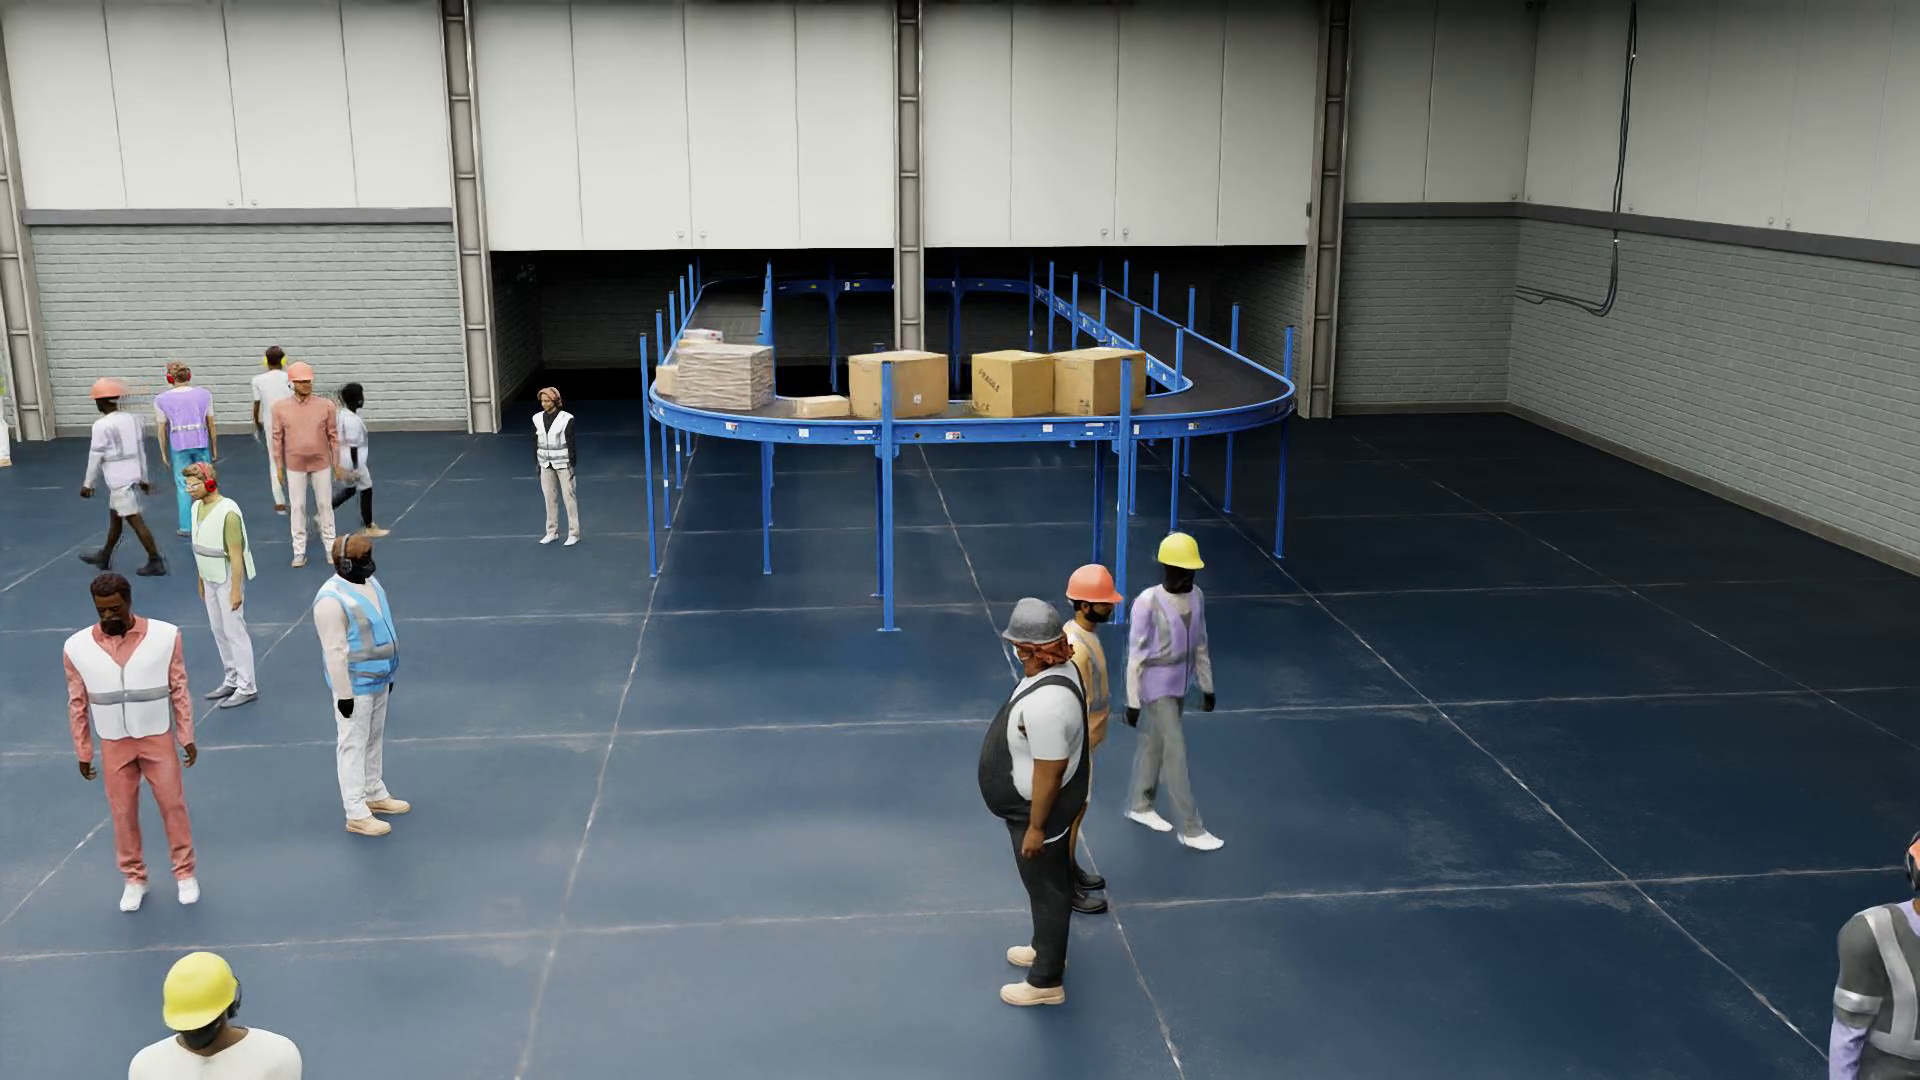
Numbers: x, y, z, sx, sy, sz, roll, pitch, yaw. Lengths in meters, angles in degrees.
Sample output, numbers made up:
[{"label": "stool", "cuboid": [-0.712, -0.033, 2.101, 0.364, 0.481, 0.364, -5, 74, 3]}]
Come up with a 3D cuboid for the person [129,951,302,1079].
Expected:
[{"label": "person", "cuboid": [-2.329, 2.110, 5.292, 0.528, 1.760, 0.335, -2, 14, -9]}]

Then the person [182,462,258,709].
[{"label": "person", "cuboid": [-5.463, 0.317, 12.323, 0.574, 1.830, 0.410, 11, 18, 38]}]

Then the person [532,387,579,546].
[{"label": "person", "cuboid": [-4.130, -0.754, 17.006, 0.505, 1.632, 0.310, 5, 15, 19]}]

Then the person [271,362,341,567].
[{"label": "person", "cuboid": [-6.351, -0.738, 16.196, 0.619, 1.996, 0.373, -5, 15, -21]}]

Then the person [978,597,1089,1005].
[{"label": "person", "cuboid": [0.356, 1.258, 8.121, 0.536, 2.000, 0.681, 2, 14, 10]}]

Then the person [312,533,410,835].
[{"label": "person", "cuboid": [-3.626, 0.859, 10.121, 0.429, 1.845, 0.620, 1, 14, 4]}]

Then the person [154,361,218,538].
[{"label": "person", "cuboid": [-8.028, -0.940, 17.332, 0.563, 1.838, 0.385, -10, 17, -36]}]

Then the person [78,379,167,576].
[{"label": "person", "cuboid": [-8.056, -0.582, 15.797, 0.963, 1.883, 0.550, 1, 14, 4]}]

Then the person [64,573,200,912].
[{"label": "person", "cuboid": [-4.509, 1.083, 9.100, 0.603, 1.905, 0.387, -5, 15, -20]}]

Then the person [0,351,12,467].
[{"label": "person", "cuboid": [-12.228, -1.835, 20.900, 0.429, 1.843, 0.633, -13, 19, -41]}]

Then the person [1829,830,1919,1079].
[{"label": "person", "cuboid": [3.228, 1.884, 5.635, 0.605, 2.033, 0.392, -3, 14, -13]}]

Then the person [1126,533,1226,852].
[{"label": "person", "cuboid": [1.346, 0.898, 9.843, 0.874, 1.894, 0.610, 12, 18, 40]}]

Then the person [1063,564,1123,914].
[{"label": "person", "cuboid": [0.686, 1.068, 9.090, 0.377, 1.936, 0.549, 1, 14, 5]}]

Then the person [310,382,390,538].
[{"label": "person", "cuboid": [-6.318, -0.797, 17.091, 0.705, 1.669, 0.537, -8, 16, -30]}]

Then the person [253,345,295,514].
[{"label": "person", "cuboid": [-7.577, -1.239, 18.510, 0.556, 1.835, 0.669, -5, 15, -18]}]
